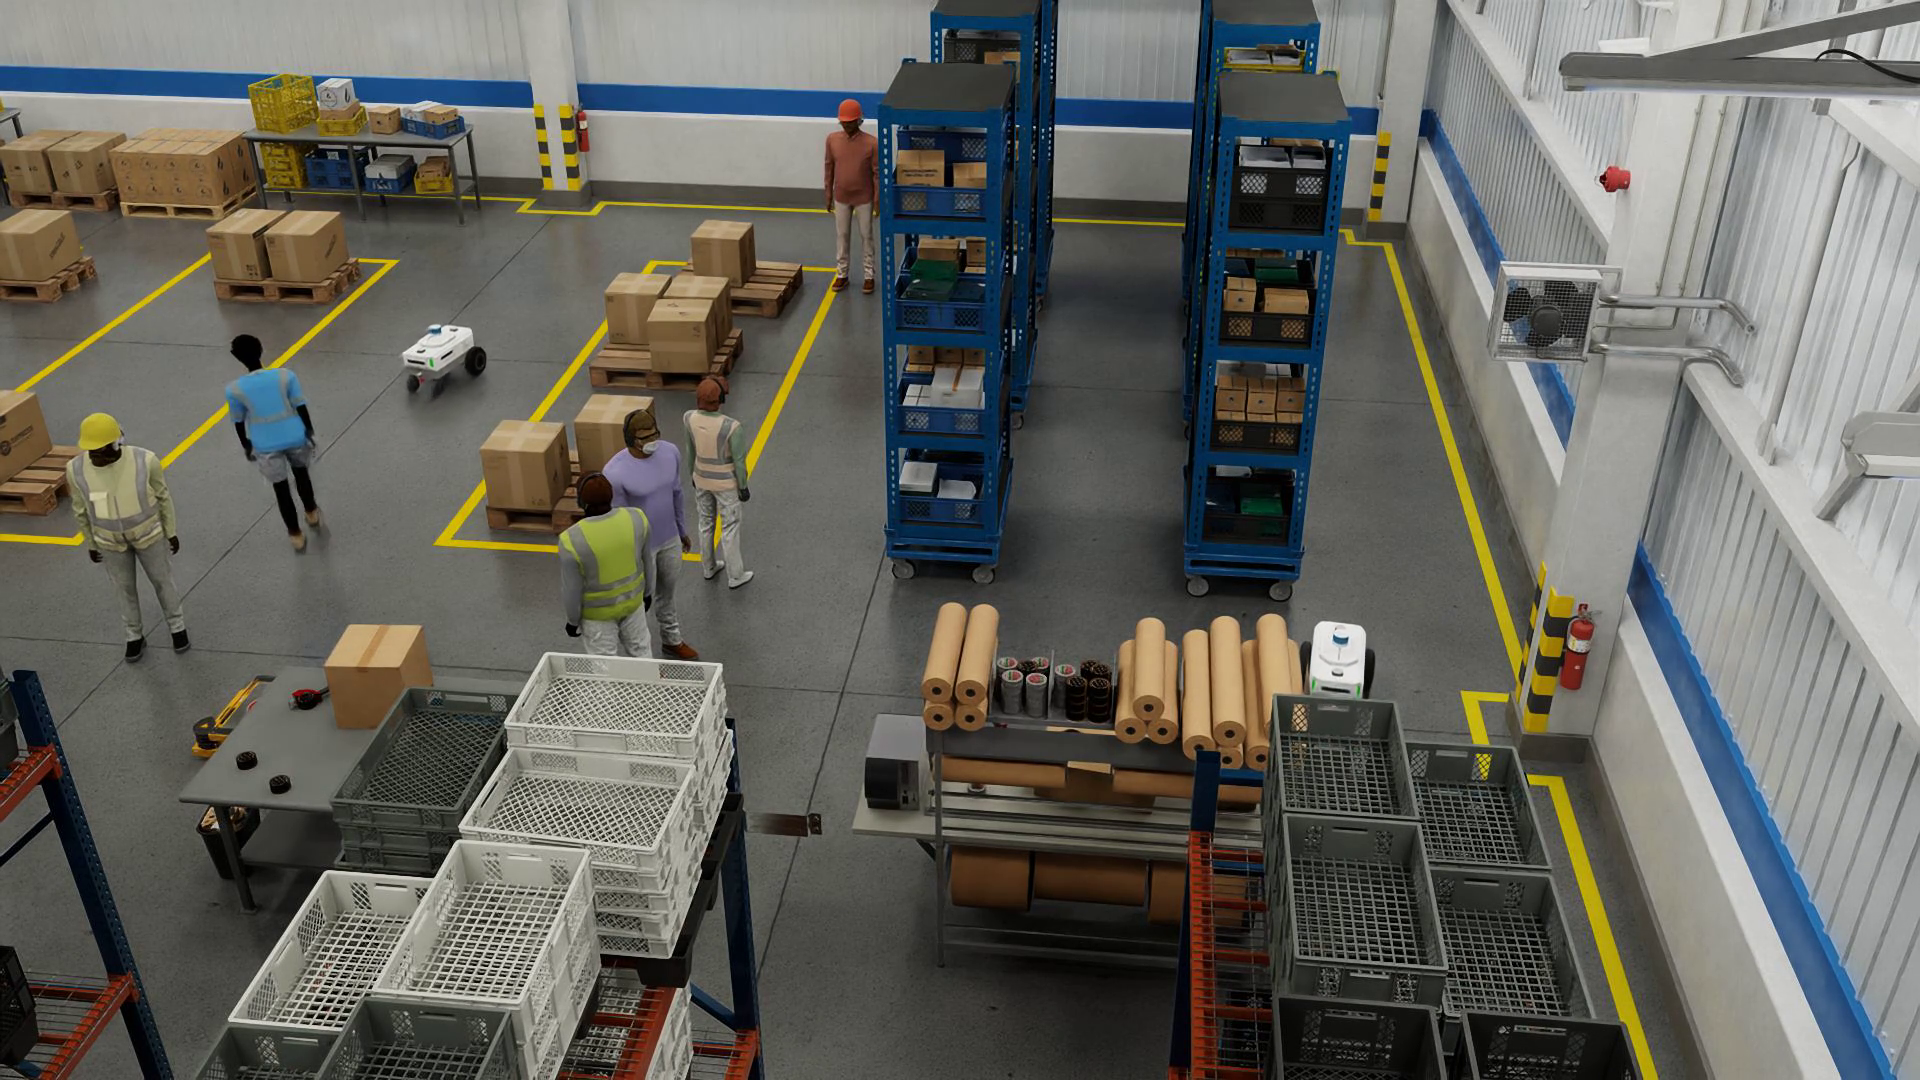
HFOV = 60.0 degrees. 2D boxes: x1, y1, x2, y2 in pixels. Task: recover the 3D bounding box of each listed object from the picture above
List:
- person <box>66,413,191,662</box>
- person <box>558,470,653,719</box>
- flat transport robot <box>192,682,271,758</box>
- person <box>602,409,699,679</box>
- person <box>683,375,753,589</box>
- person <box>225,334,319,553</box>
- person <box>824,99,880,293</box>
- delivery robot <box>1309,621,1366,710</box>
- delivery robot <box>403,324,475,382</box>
[{"bbox_3d":[-5.569,-0.033,11.166,0.591,1.829,0.404,-10,32,-16],"label":"person"},{"bbox_3d":[-2.202,0.395,10.419,0.621,1.844,0.429,-23,37,-34],"label":"person"},{"bbox_3d":[-4.089,1.163,10.648,1.431,0.197,0.652,3,30,6],"label":"flat transport robot"},{"bbox_3d":[-2.033,0.018,10.970,0.372,1.940,0.631,22,37,32],"label":"person"},{"bbox_3d":[-1.749,-0.413,12.013,0.514,1.634,0.313,16,34,26],"label":"person"},{"bbox_3d":[-5.164,-0.749,12.566,0.555,1.640,0.707,-16,34,-25],"label":"person"},{"bbox_3d":[-1.087,-3.503,16.963,0.612,1.995,0.382,6,31,10],"label":"person"},{"bbox_3d":[2.470,0.811,10.883,0.477,0.478,0.707,7,31,11],"label":"delivery robot"},{"bbox_3d":[-4.779,-1.736,15.259,0.477,0.478,0.707,10,32,17],"label":"delivery robot"}]
